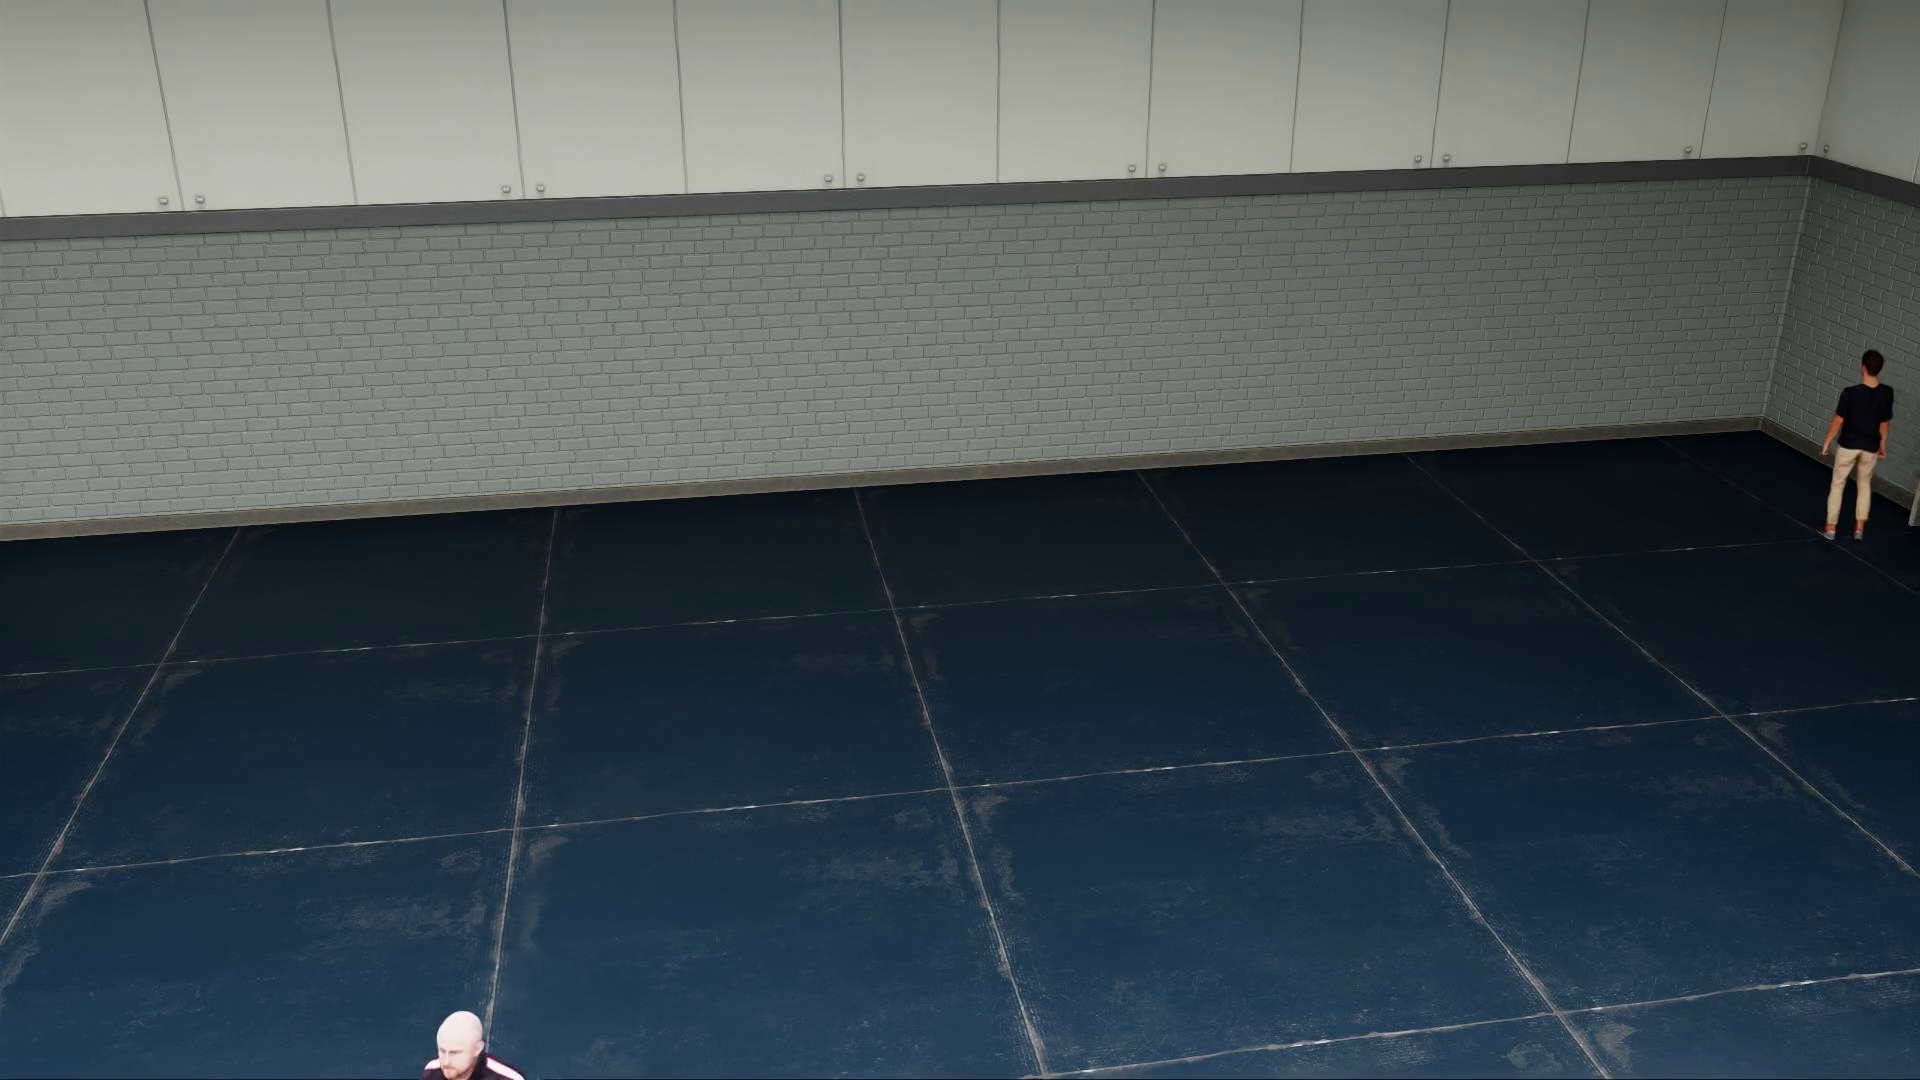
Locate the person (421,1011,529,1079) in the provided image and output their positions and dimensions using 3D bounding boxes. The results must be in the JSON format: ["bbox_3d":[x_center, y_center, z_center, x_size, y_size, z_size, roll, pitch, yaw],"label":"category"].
[{"bbox_3d":[-1.963,2.734,7.167,0.978,1.775,1.307,4,23,10],"label":"person"}]

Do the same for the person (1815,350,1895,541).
[{"bbox_3d":[8.381,-0.845,15.483,0.765,1.853,0.716,2,23,6],"label":"person"}]
